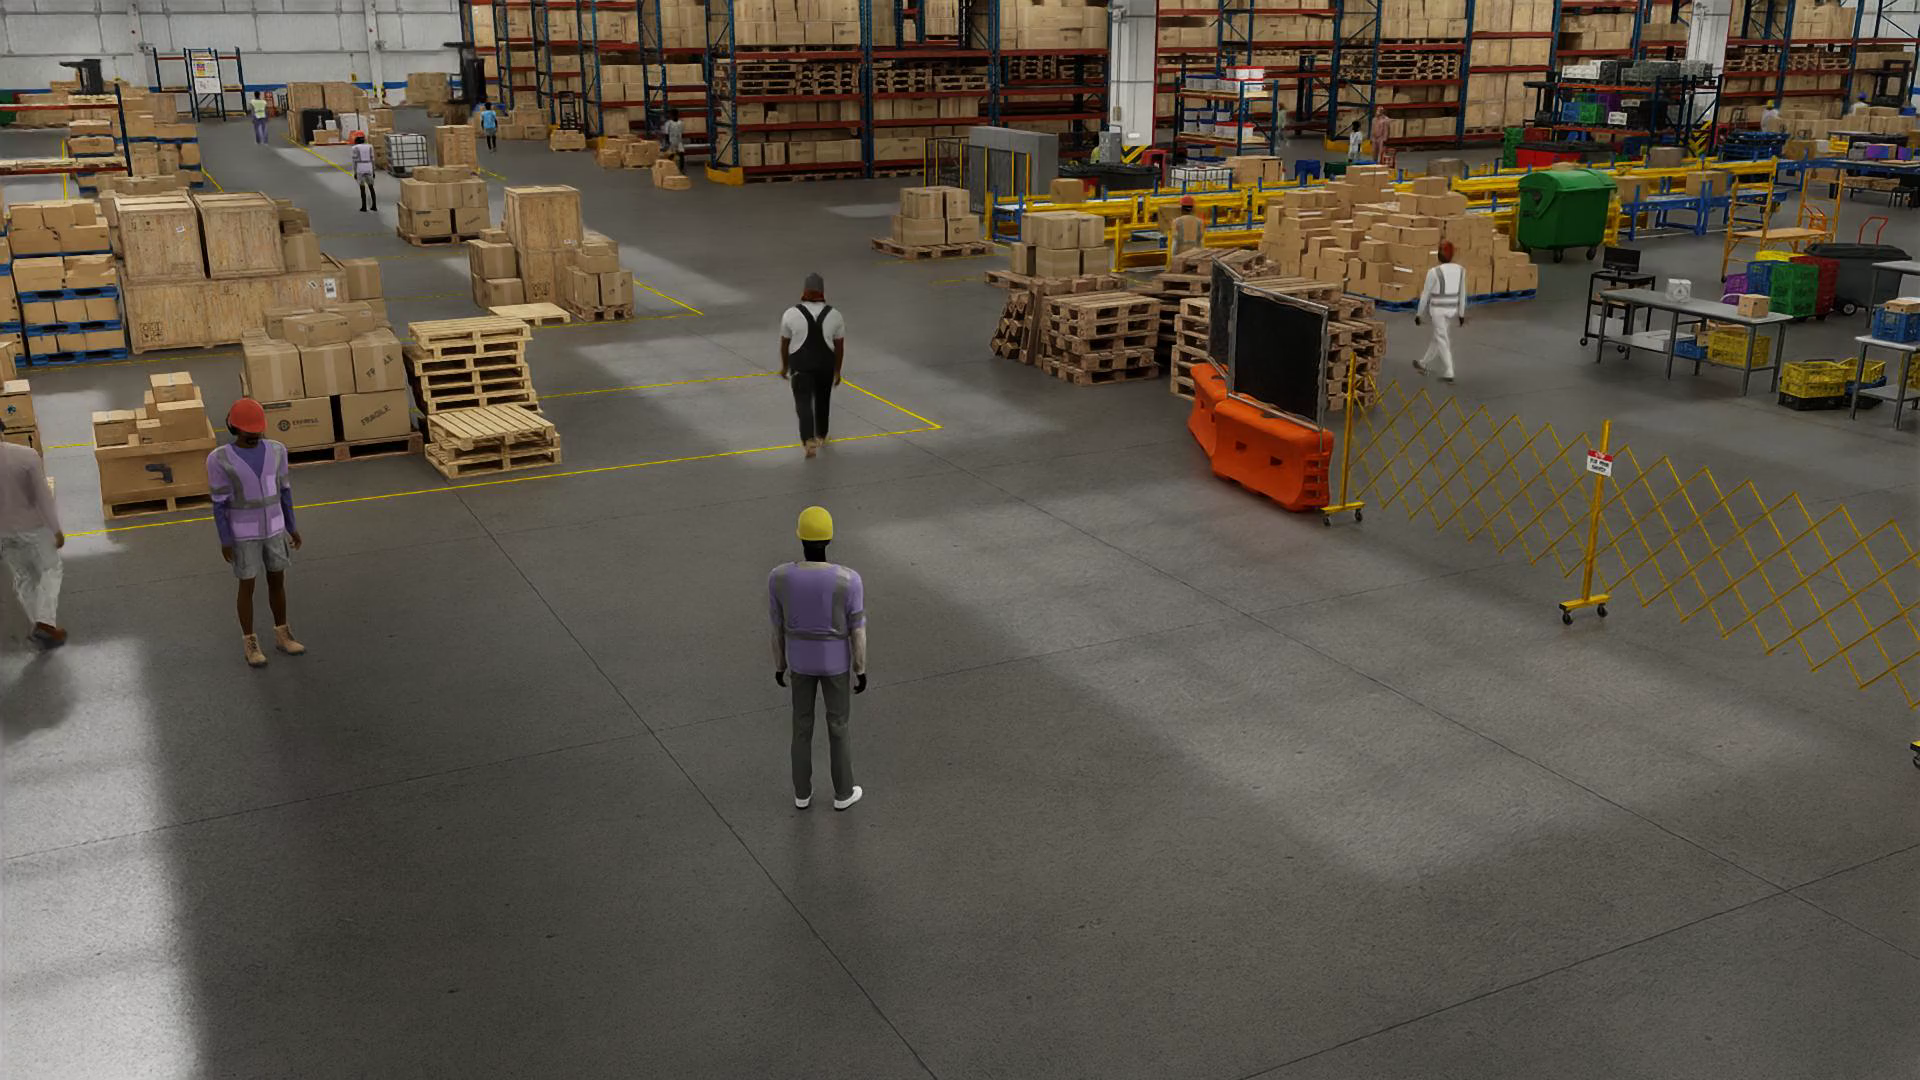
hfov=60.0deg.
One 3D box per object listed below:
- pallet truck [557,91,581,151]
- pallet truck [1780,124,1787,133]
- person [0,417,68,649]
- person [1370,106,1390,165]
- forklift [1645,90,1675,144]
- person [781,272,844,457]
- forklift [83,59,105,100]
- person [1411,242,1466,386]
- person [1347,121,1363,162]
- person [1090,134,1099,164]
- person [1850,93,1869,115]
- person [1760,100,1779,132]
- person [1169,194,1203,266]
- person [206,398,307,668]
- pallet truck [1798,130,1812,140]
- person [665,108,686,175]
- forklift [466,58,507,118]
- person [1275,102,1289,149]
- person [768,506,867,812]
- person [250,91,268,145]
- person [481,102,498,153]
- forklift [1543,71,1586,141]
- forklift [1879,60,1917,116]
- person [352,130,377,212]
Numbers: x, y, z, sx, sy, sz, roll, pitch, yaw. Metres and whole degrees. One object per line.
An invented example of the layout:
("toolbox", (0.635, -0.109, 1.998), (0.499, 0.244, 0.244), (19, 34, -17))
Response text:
("pallet truck", (-13.495, -14.412, 57.188), (0.823, 1.965, 1.885), (-3, 18, -9))
("pallet truck", (25.206, -12.542, 52.601), (1.601, 1.201, 0.680), (0, 18, -2))
("person", (-7.161, -0.050, 12.566), (0.692, 1.903, 0.479), (-2, 18, -7))
("person", (12.601, -12.087, 50.111), (0.399, 1.900, 0.636), (-13, 22, -36))
("forklift", (23.894, -14.796, 56.962), (1.873, 2.768, 1.129), (-9, 20, -26))
("person", (-1.608, -1.947, 18.257), (0.677, 2.000, 0.945), (-4, 18, -12))
("forklift", (-33.599, -17.300, 64.770), (1.873, 2.768, 1.129), (-16, 24, -41))
("person", (6.280, -2.997, 21.862), (0.606, 1.829, 0.969), (-8, 19, -23))
("person", (11.284, -11.079, 47.317), (0.719, 1.670, 0.536), (-8, 20, -24))
("person", (3.432, -9.343, 41.865), (0.318, 1.700, 0.535), (1, 18, 4))
("person", (30.850, -14.343, 57.076), (0.455, 1.930, 0.624), (-8, 19, -22))
("person", (27.187, -13.880, 55.874), (0.791, 1.790, 0.601), (-12, 21, -33))
("person", (3.573, -4.505, 26.398), (0.550, 1.935, 0.376), (-6, 19, -18))
("person", (-5.224, -0.067, 12.408), (0.387, 2.034, 0.605), (15, 23, 39))
("pallet truck", (25.526, -11.556, 49.408), (1.630, 1.274, 0.653), (-9, 20, -26))
("person", (-8.397, -11.743, 48.995), (0.613, 1.938, 0.816), (-11, 21, -31))
("forklift", (-18.924, -17.485, 65.347), (1.873, 2.768, 1.129), (4, 18, 13))
("person", (11.217, -14.403, 57.786), (0.593, 1.608, 0.532), (-6, 19, -18))
("person", (-0.850, 0.728, 10.097), (0.593, 1.928, 0.362), (2, 18, 8))
("person", (-25.081, -15.093, 59.482), (0.614, 1.889, 0.802), (-16, 24, -41))
("person", (-15.948, -13.993, 56.408), (0.557, 1.656, 0.819), (-4, 18, -11))
("forklift", (18.685, -13.231, 52.085), (1.873, 2.768, 1.129), (-9, 20, -26))
("forklift", (35.631, -16.922, 63.591), (1.873, 2.768, 1.129), (-9, 20, -26))
("person", (-14.393, -8.914, 40.171), (0.399, 1.929, 0.539), (17, 24, 42))
